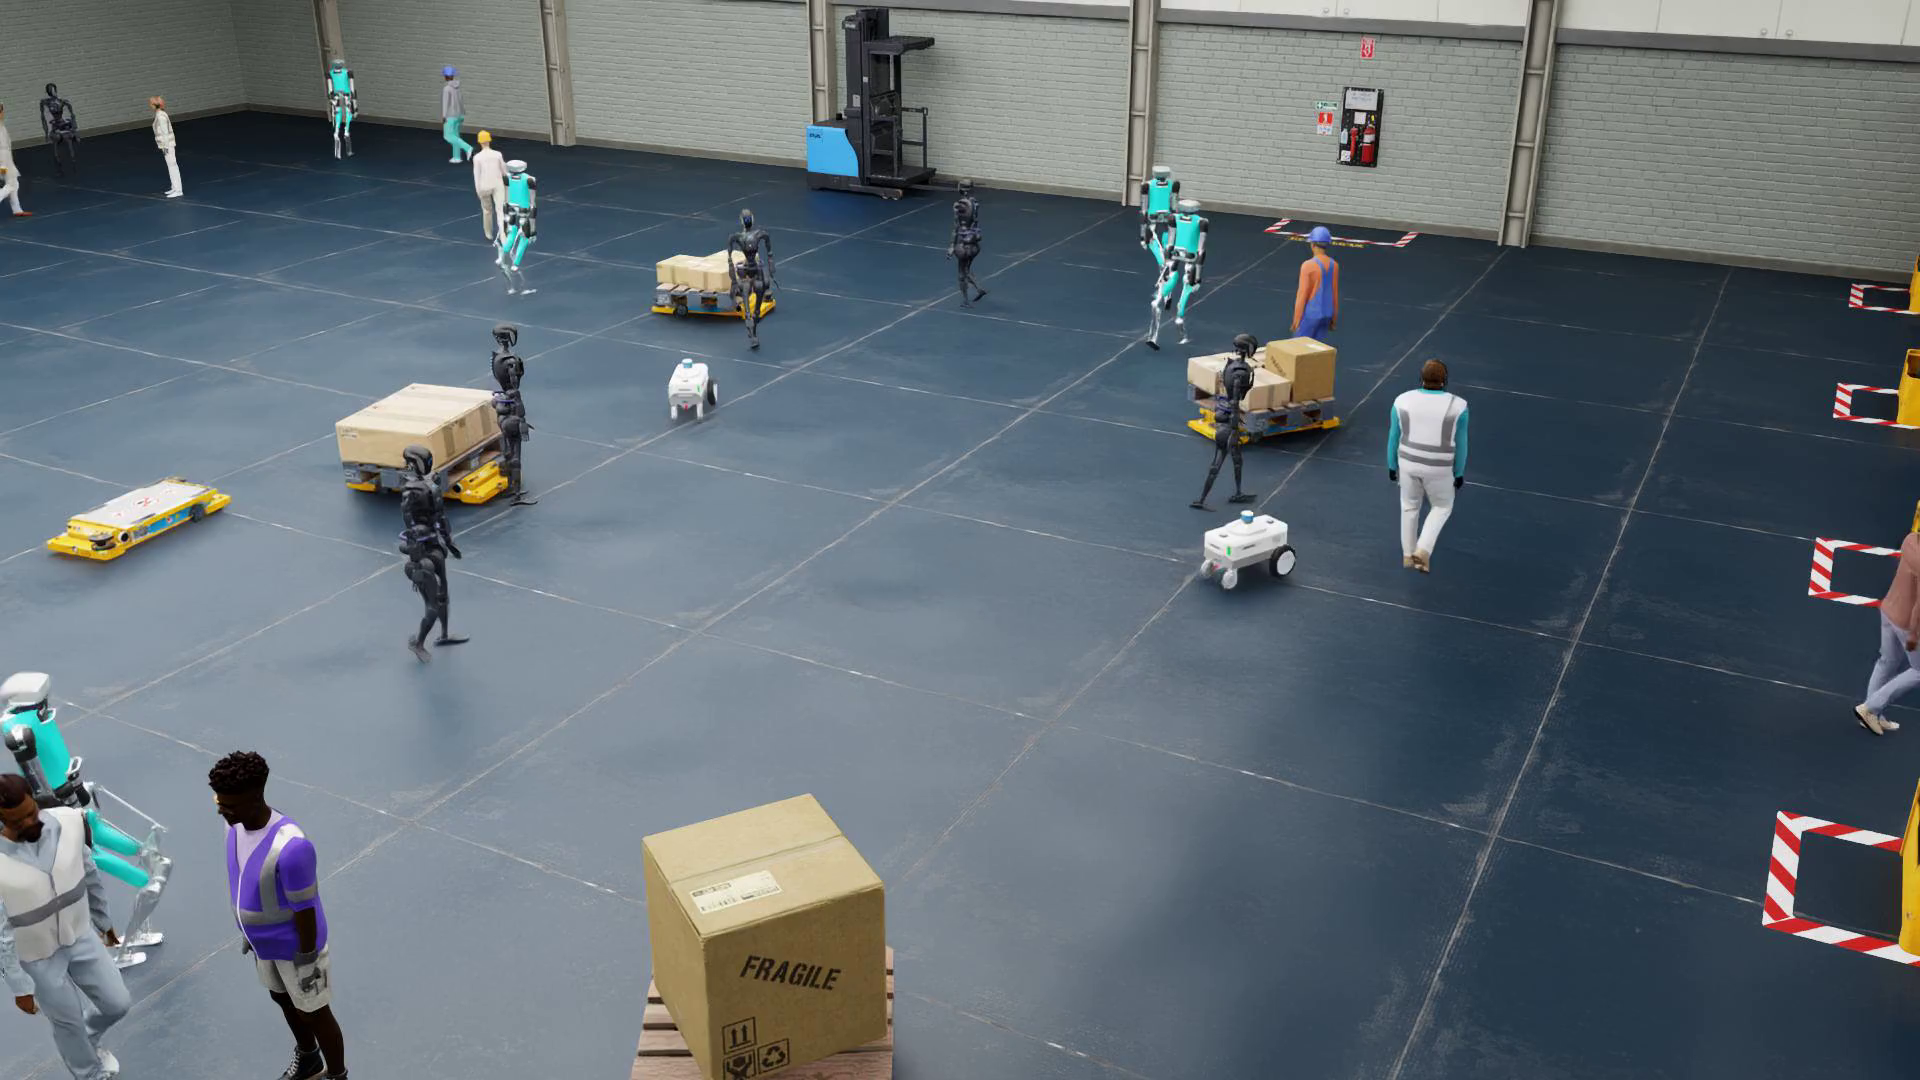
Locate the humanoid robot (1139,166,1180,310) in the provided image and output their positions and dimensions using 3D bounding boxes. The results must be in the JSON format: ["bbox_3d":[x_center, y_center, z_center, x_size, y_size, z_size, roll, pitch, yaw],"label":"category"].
[{"bbox_3d":[2.641,-3.826,21.242,0.540,1.768,0.955,-5,24,-12],"label":"humanoid robot"}]

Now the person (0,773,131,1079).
[{"bbox_3d":[-4.187,1.888,7.712,0.450,1.894,0.600,12,26,25],"label":"person"}]

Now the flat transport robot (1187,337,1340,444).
[{"bbox_3d":[3.095,-1.258,17.091,1.431,0.231,0.659,-11,26,-24],"label":"flat transport robot"}]

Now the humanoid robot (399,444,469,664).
[{"bbox_3d":[-3.912,0.084,12.188,0.375,1.665,0.589,3,23,8],"label":"humanoid robot"}]

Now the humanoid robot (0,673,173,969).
[{"bbox_3d":[-4.531,1.483,8.830,0.756,1.762,0.532,-8,25,-18],"label":"humanoid robot"}]

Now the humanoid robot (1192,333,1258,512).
[{"bbox_3d":[2.419,-1.068,14.893,0.599,1.634,0.601,3,23,7],"label":"humanoid robot"}]

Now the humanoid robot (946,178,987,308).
[{"bbox_3d":[0.105,-3.765,21.152,0.406,1.645,0.597,14,27,30],"label":"humanoid robot"}]

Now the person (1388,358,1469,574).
[{"bbox_3d":[3.781,-0.585,13.544,0.643,1.828,0.569,13,26,27],"label":"person"}]

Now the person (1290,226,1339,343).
[{"bbox_3d":[3.793,-2.372,17.664,0.544,1.873,0.599,-10,25,-23],"label":"person"}]

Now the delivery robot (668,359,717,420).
[{"bbox_3d":[-2.856,-1.607,17.565,0.499,0.614,0.815,-1,23,-1],"label":"delivery robot"}]

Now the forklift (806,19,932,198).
[{"bbox_3d":[-1.573,-7.292,27.850,1.873,2.768,1.129,12,26,25],"label":"forklift"}]

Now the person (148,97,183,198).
[{"bbox_3d":[-13.189,-6.533,27.633,0.311,1.639,0.512,-11,25,-23],"label":"person"}]

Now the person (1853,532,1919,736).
[{"bbox_3d":[6.334,0.529,11.063,0.376,1.752,0.526,1,23,3],"label":"person"}]

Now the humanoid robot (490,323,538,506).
[{"bbox_3d":[-4.057,-1.155,15.051,0.315,1.657,0.599,-11,25,-23],"label":"humanoid robot"}]

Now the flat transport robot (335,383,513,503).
[{"bbox_3d":[-4.944,-0.599,15.558,1.431,0.231,0.659,7,24,15],"label":"flat transport robot"}]

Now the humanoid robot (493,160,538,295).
[{"bbox_3d":[-5.825,-3.995,21.599,0.553,1.785,0.735,12,26,25],"label":"humanoid robot"}]

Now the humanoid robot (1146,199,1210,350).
[{"bbox_3d":[2.449,-3.024,19.417,0.531,1.777,1.004,17,29,35],"label":"humanoid robot"}]

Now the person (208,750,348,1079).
[{"bbox_3d":[-3.166,1.838,7.754,0.596,1.958,0.371,16,28,33],"label":"person"}]

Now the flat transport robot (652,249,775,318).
[{"bbox_3d":[-3.144,-3.028,21.211,1.431,0.231,0.659,5,24,12],"label":"flat transport robot"}]

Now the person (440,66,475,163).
[{"bbox_3d":[-9.158,-7.698,30.191,0.576,1.747,0.552,6,24,14],"label":"person"}]

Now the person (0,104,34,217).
[{"bbox_3d":[-15.019,-5.910,25.972,0.607,1.813,0.511,-19,30,-38],"label":"person"}]

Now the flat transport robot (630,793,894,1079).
[{"bbox_3d":[-0.928,2.576,8.165,0.659,0.231,1.431,-1,23,-2],"label":"flat transport robot"}]

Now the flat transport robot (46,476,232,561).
[{"bbox_3d":[-7.204,-0.203,14.636,0.659,0.231,1.431,9,25,20],"label":"flat transport robot"}]

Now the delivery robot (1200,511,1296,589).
[{"bbox_3d":[2.360,0.039,13.681,0.747,0.572,0.499,-15,28,-31],"label":"delivery robot"}]

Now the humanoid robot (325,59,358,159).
[{"bbox_3d":[-11.489,-7.898,30.838,0.543,1.895,0.763,1,23,1],"label":"humanoid robot"}]

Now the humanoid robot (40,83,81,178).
[{"bbox_3d":[-15.678,-7.140,29.019,0.605,1.641,0.394,-3,23,-7],"label":"humanoid robot"}]

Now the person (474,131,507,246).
[{"bbox_3d":[-6.870,-5.173,24.449,0.481,1.647,0.881,-7,24,-15],"label":"person"}]

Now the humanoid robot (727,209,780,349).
[{"bbox_3d":[-2.416,-3.074,19.576,0.604,1.632,0.747,-9,25,-20],"label":"humanoid robot"}]
